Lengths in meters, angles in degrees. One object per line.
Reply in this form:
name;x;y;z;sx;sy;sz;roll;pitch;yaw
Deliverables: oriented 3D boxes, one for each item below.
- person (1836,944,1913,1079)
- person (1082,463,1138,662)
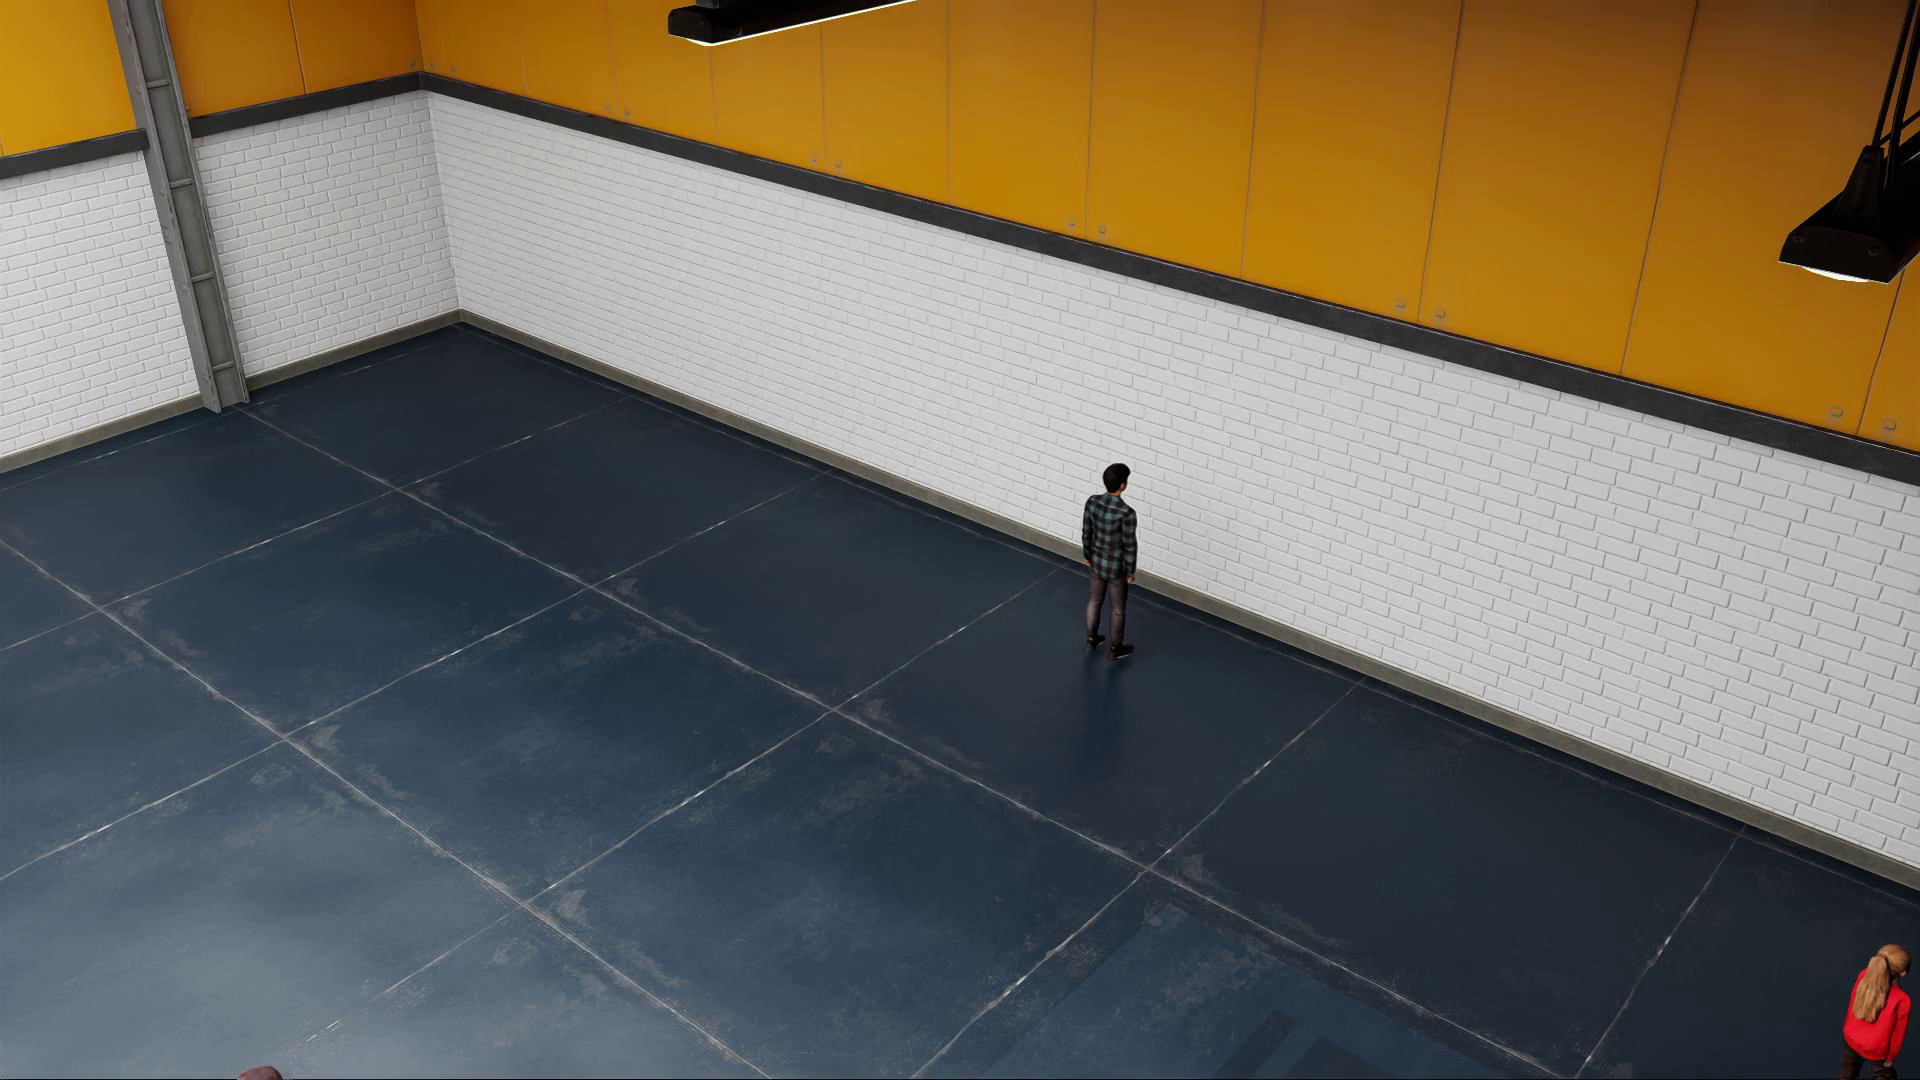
person;4.978;2.779;9.176;0.609;1.275;0.584;-12;31;-22
person;1.198;0.157;13.415;0.659;1.714;0.508;21;35;34
